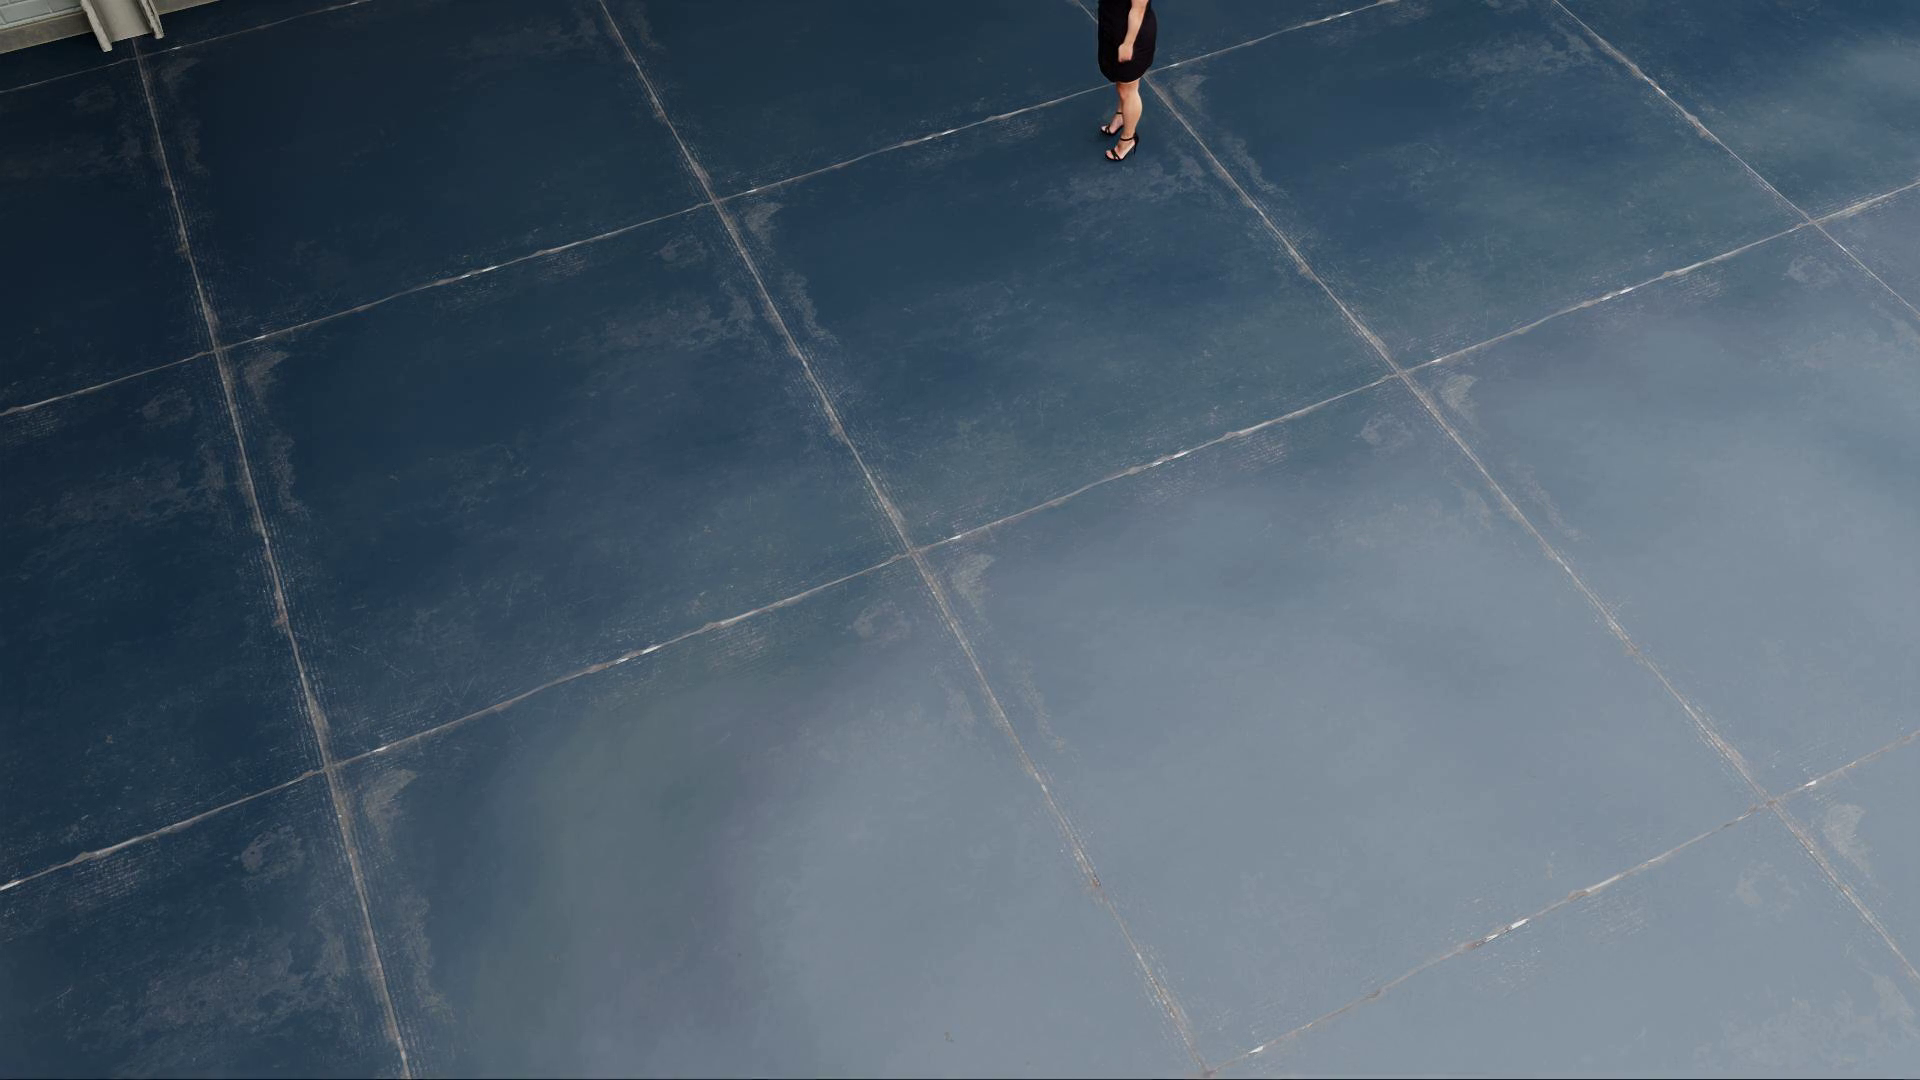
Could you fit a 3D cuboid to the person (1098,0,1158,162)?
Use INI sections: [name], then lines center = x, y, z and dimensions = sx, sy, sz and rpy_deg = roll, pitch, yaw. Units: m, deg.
[person]
center = 1.008, -3.024, 9.872
dimensions = 0.739, 1.718, 0.738
rpy_deg = 0, 52, 0
